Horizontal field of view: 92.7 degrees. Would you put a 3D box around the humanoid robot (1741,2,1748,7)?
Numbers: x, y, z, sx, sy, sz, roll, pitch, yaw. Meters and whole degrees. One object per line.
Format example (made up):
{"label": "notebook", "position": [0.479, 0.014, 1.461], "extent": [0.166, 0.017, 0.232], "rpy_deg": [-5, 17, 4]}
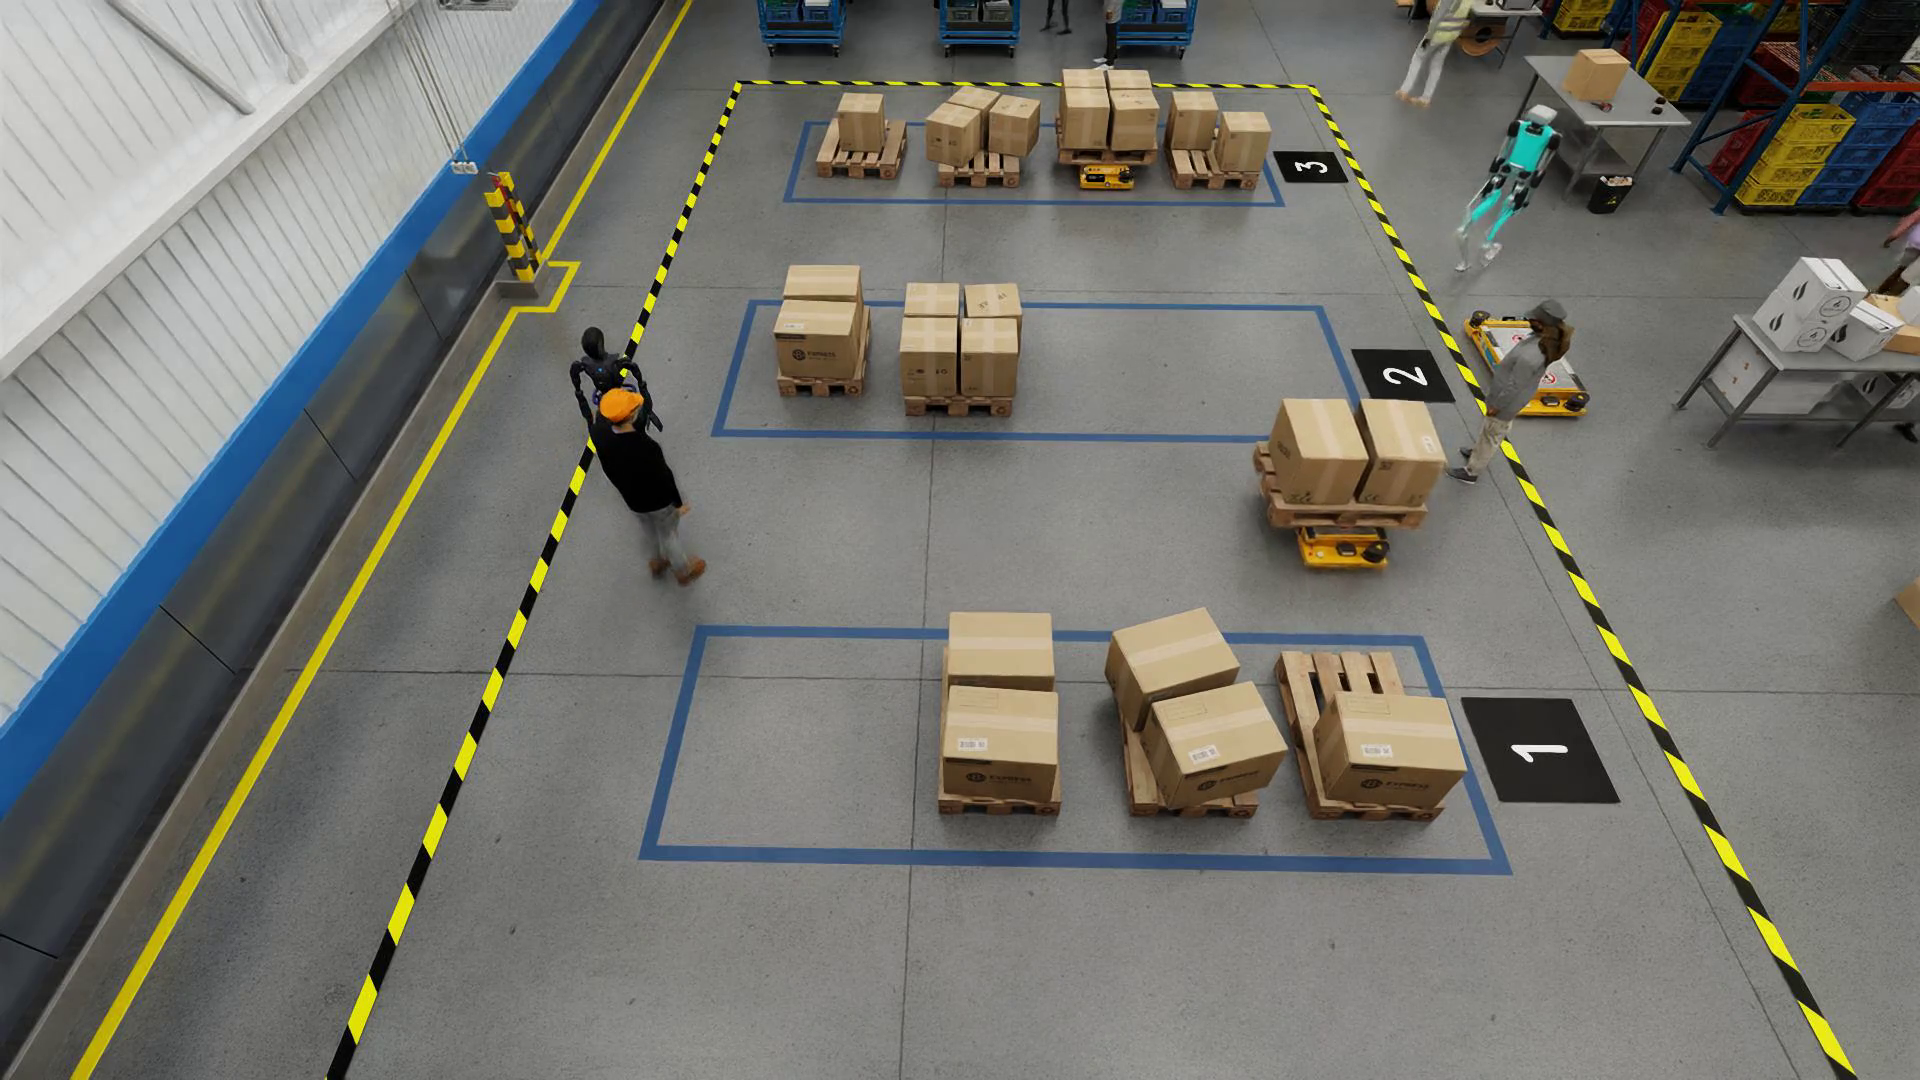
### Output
{"label": "humanoid robot", "position": [13.342, -9.519, 14.837], "extent": [0.603, 1.638, 0.394], "rpy_deg": [2, 49, 2]}

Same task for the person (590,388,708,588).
{"label": "person", "position": [-2.299, -0.358, 6.775], "extent": [0.589, 1.882, 0.380], "rpy_deg": [19, 52, 16]}

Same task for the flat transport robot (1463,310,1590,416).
{"label": "flat transport robot", "position": [5.573, -1.757, 9.054], "extent": [0.659, 0.231, 1.431], "rpy_deg": [1, 49, 1]}

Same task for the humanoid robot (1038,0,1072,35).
{"label": "humanoid robot", "position": [1.554, -8.624, 14.081], "extent": [0.552, 1.634, 0.610], "rpy_deg": [-21, 52, -17]}

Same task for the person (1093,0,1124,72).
{"label": "person", "position": [2.181, -7.764, 13.206], "extent": [0.370, 1.852, 0.588], "rpy_deg": [5, 49, 4]}

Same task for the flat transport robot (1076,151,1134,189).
{"label": "flat transport robot", "position": [1.845, -4.982, 11.827], "extent": [0.652, 0.197, 1.431], "rpy_deg": [1, 49, 1]}

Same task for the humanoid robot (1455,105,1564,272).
{"label": "humanoid robot", "position": [5.684, -3.607, 9.670], "extent": [0.969, 1.730, 0.540], "rpy_deg": [-34, 57, -26]}

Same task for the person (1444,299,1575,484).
{"label": "person", "position": [4.547, -1.202, 7.584], "extent": [0.407, 1.762, 0.564], "rpy_deg": [35, 58, 27]}

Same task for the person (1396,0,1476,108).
{"label": "person", "position": [6.533, -6.887, 12.492], "extent": [0.713, 1.794, 0.602], "rpy_deg": [-16, 51, -13]}

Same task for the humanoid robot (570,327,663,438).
{"label": "humanoid robot", "position": [-2.773, -1.040, 7.493], "extent": [0.599, 1.655, 0.315], "rpy_deg": [-8, 50, -7]}

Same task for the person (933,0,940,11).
{"label": "person", "position": [-0.302, -9.654, 14.767], "extent": [0.368, 1.966, 0.605], "rpy_deg": [10, 50, 8]}

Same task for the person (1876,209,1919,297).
{"label": "person", "position": [9.496, -2.857, 8.882], "extent": [0.916, 1.967, 0.643], "rpy_deg": [-15, 51, -13]}

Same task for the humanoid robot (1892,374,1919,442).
{"label": "humanoid robot", "position": [8.752, -1.665, 8.056], "extent": [0.599, 1.641, 0.614], "rpy_deg": [-4, 49, -3]}

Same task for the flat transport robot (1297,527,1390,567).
{"label": "flat transport robot", "position": [3.141, -0.376, 7.840], "extent": [0.652, 0.197, 1.431], "rpy_deg": [1, 49, 1]}

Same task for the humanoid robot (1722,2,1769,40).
{"label": "humanoid robot", "position": [11.641, -7.954, 13.513], "extent": [0.798, 1.872, 0.557], "rpy_deg": [-7, 49, -6]}
